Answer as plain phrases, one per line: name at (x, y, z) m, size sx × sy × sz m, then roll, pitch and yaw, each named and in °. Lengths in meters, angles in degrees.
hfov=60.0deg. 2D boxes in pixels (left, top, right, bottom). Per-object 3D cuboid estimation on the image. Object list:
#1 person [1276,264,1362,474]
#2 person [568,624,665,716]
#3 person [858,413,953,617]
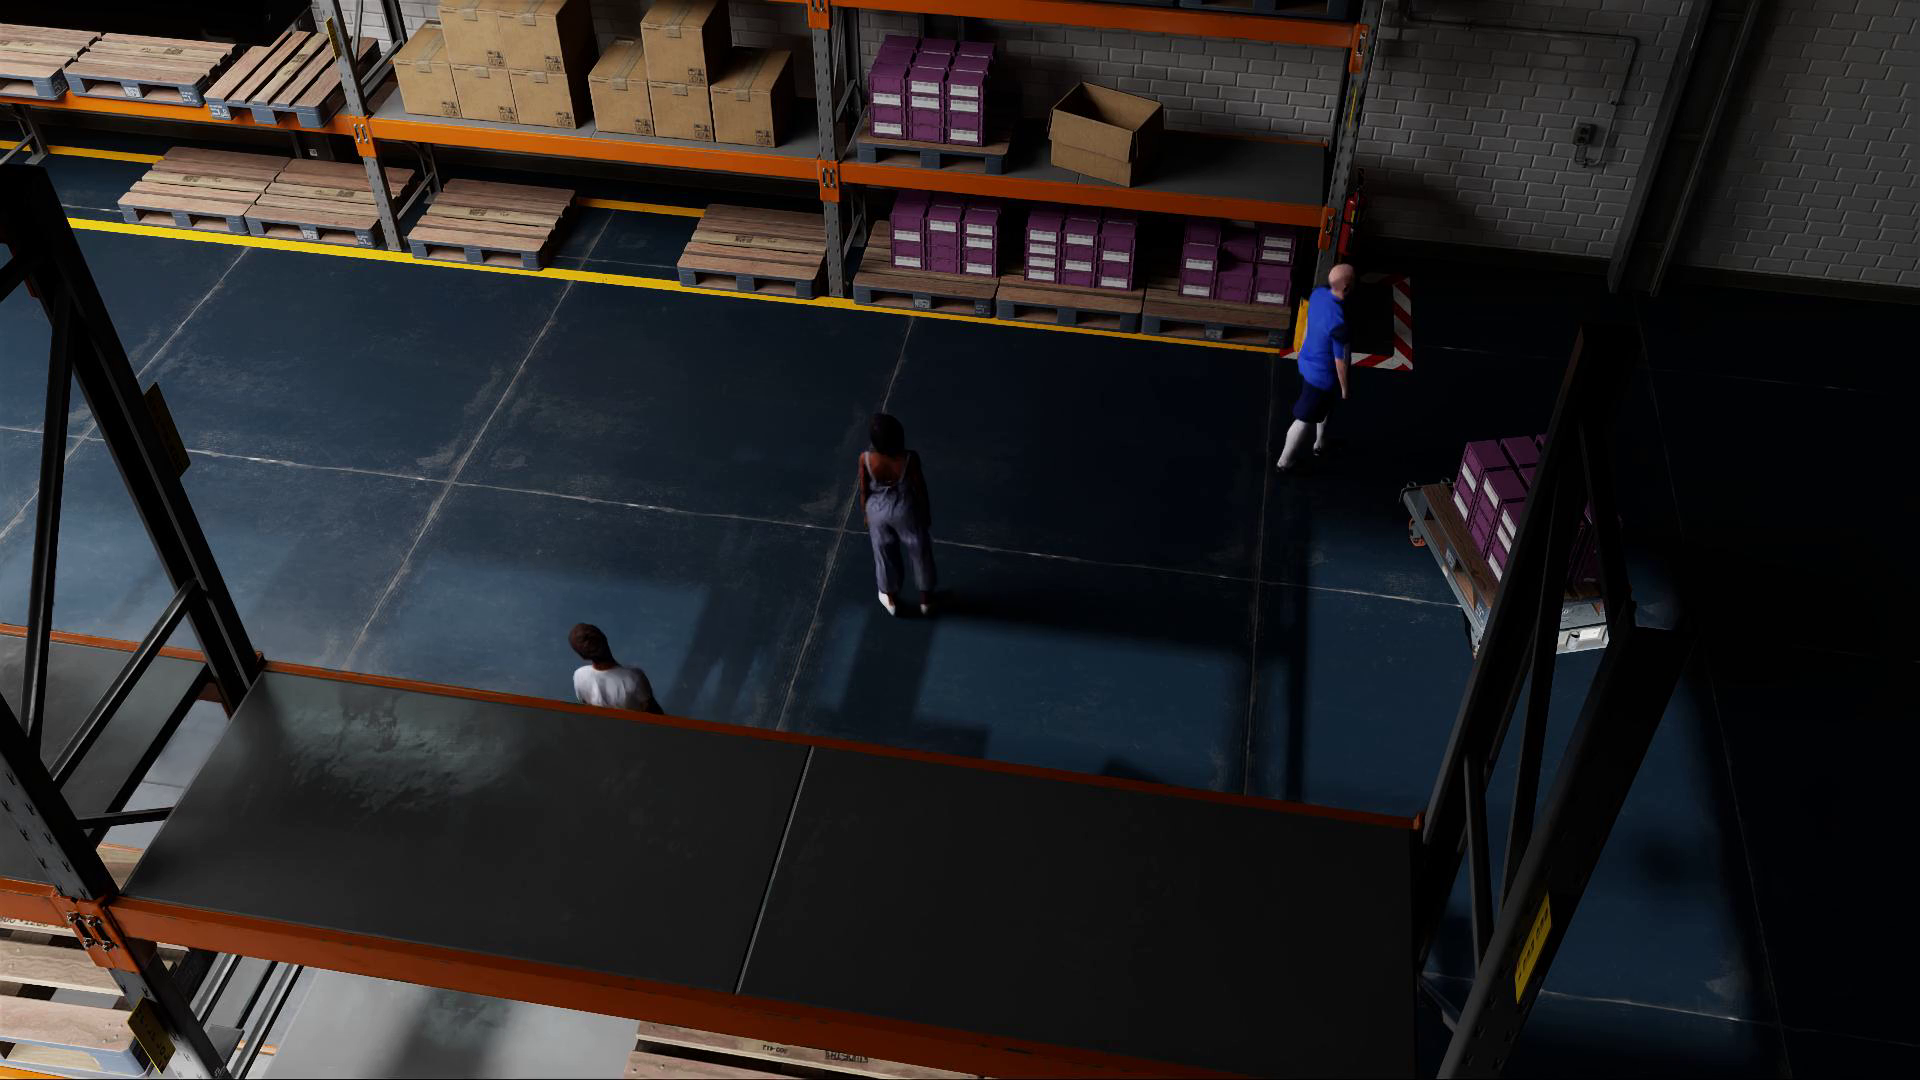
person at (2.513, -1.197, 11.941) m, size 0.963 × 1.819 × 0.854 m, roll -7°, pitch 44°, yaw -7°
person at (-1.807, 1.207, 9.403) m, size 0.501 × 1.838 × 0.896 m, roll 20°, pitch 47°, yaw 20°
person at (-0.394, -0.159, 10.947) m, size 0.539 × 1.685 × 0.842 m, roll 8°, pitch 44°, yaw 8°
